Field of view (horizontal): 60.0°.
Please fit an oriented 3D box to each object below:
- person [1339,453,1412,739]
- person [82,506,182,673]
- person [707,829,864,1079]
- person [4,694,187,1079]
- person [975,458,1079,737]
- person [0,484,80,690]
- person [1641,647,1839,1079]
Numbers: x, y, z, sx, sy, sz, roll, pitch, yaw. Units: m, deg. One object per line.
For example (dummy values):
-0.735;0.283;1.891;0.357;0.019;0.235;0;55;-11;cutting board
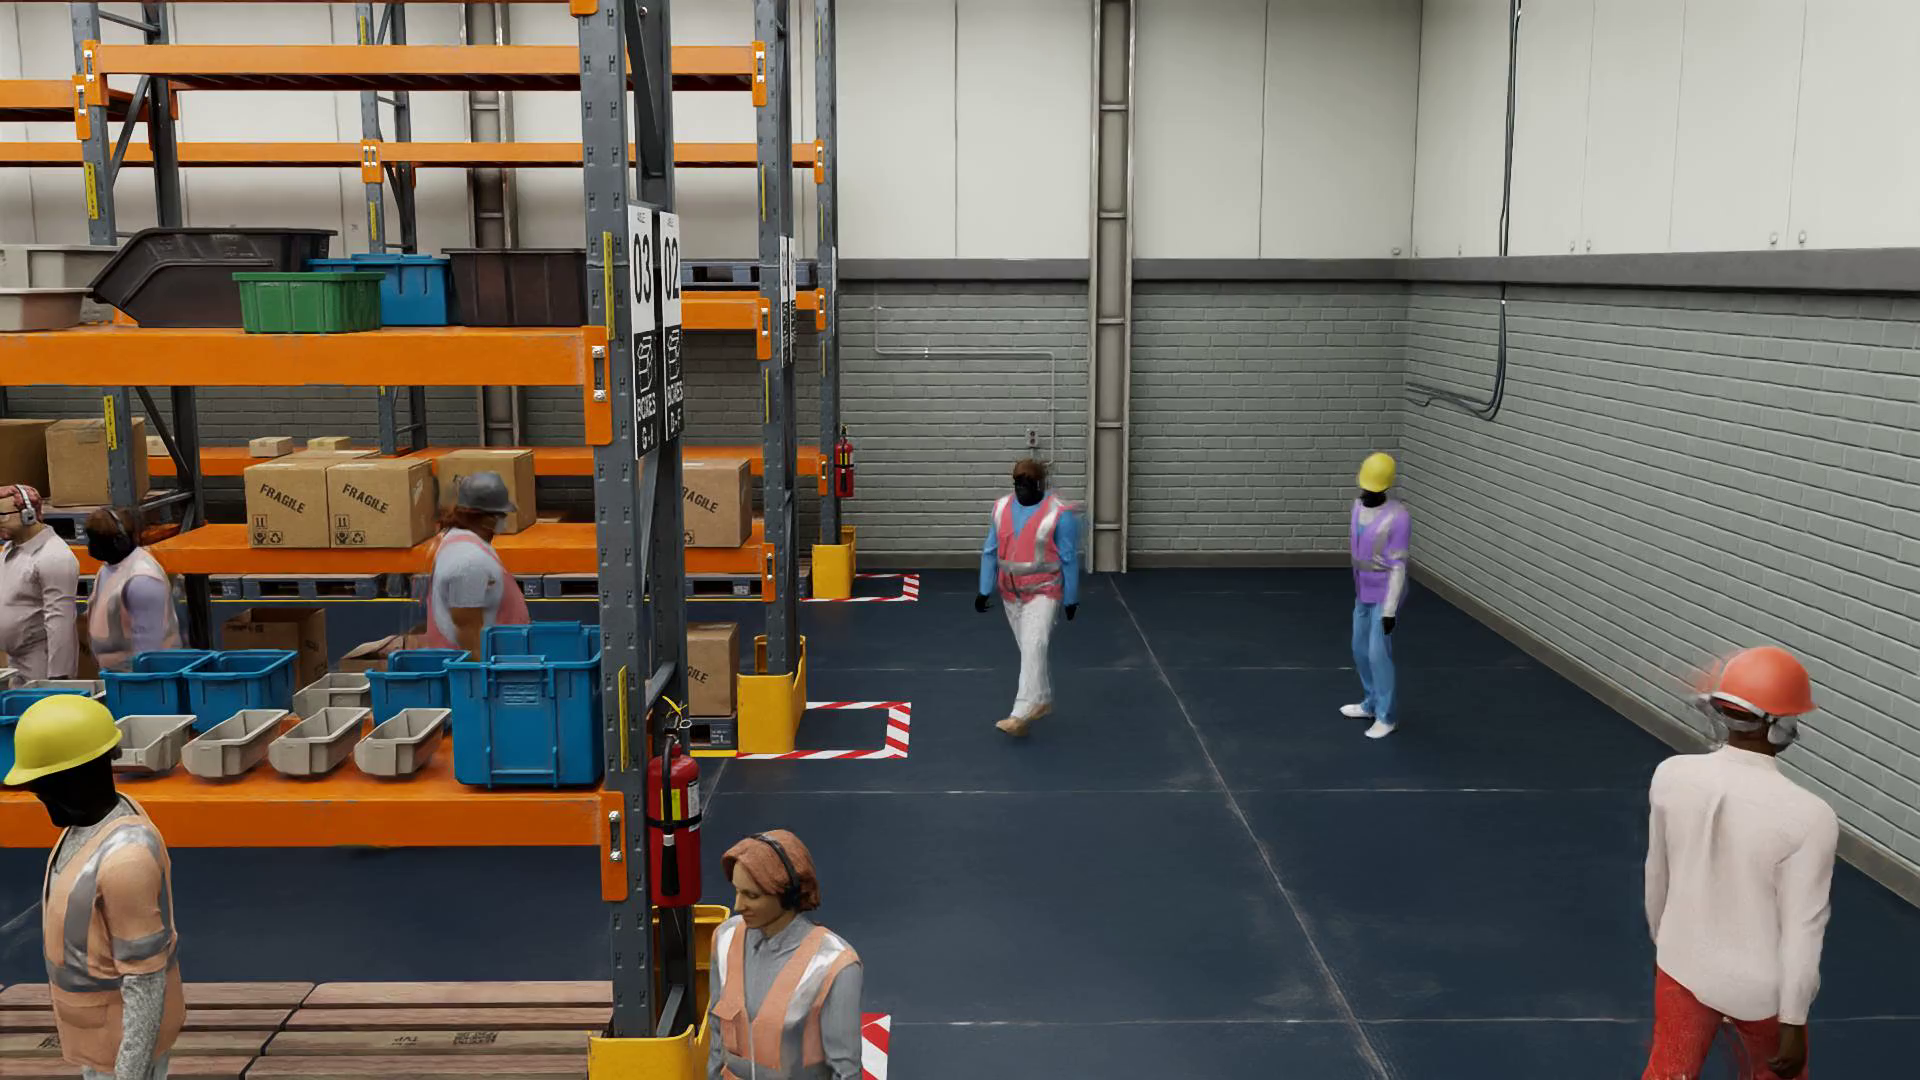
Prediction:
2.687;0.354;10.756;0.497;1.877;0.676;-3;10;-16;person
-4.322;0.701;8.837;0.529;1.817;0.642;-8;12;-41;person
-0.445;1.531;4.297;0.524;1.631;0.316;7;12;36;person
-2.323;1.348;4.537;0.379;1.918;0.585;-7;12;-37;person
0.392;0.370;10.896;0.632;1.801;0.923;7;12;37;person
-4.966;0.641;8.940;0.647;1.899;0.399;7;12;39;person
2.258;1.270;4.936;1.009;1.950;0.630;-5;11;-30;person
